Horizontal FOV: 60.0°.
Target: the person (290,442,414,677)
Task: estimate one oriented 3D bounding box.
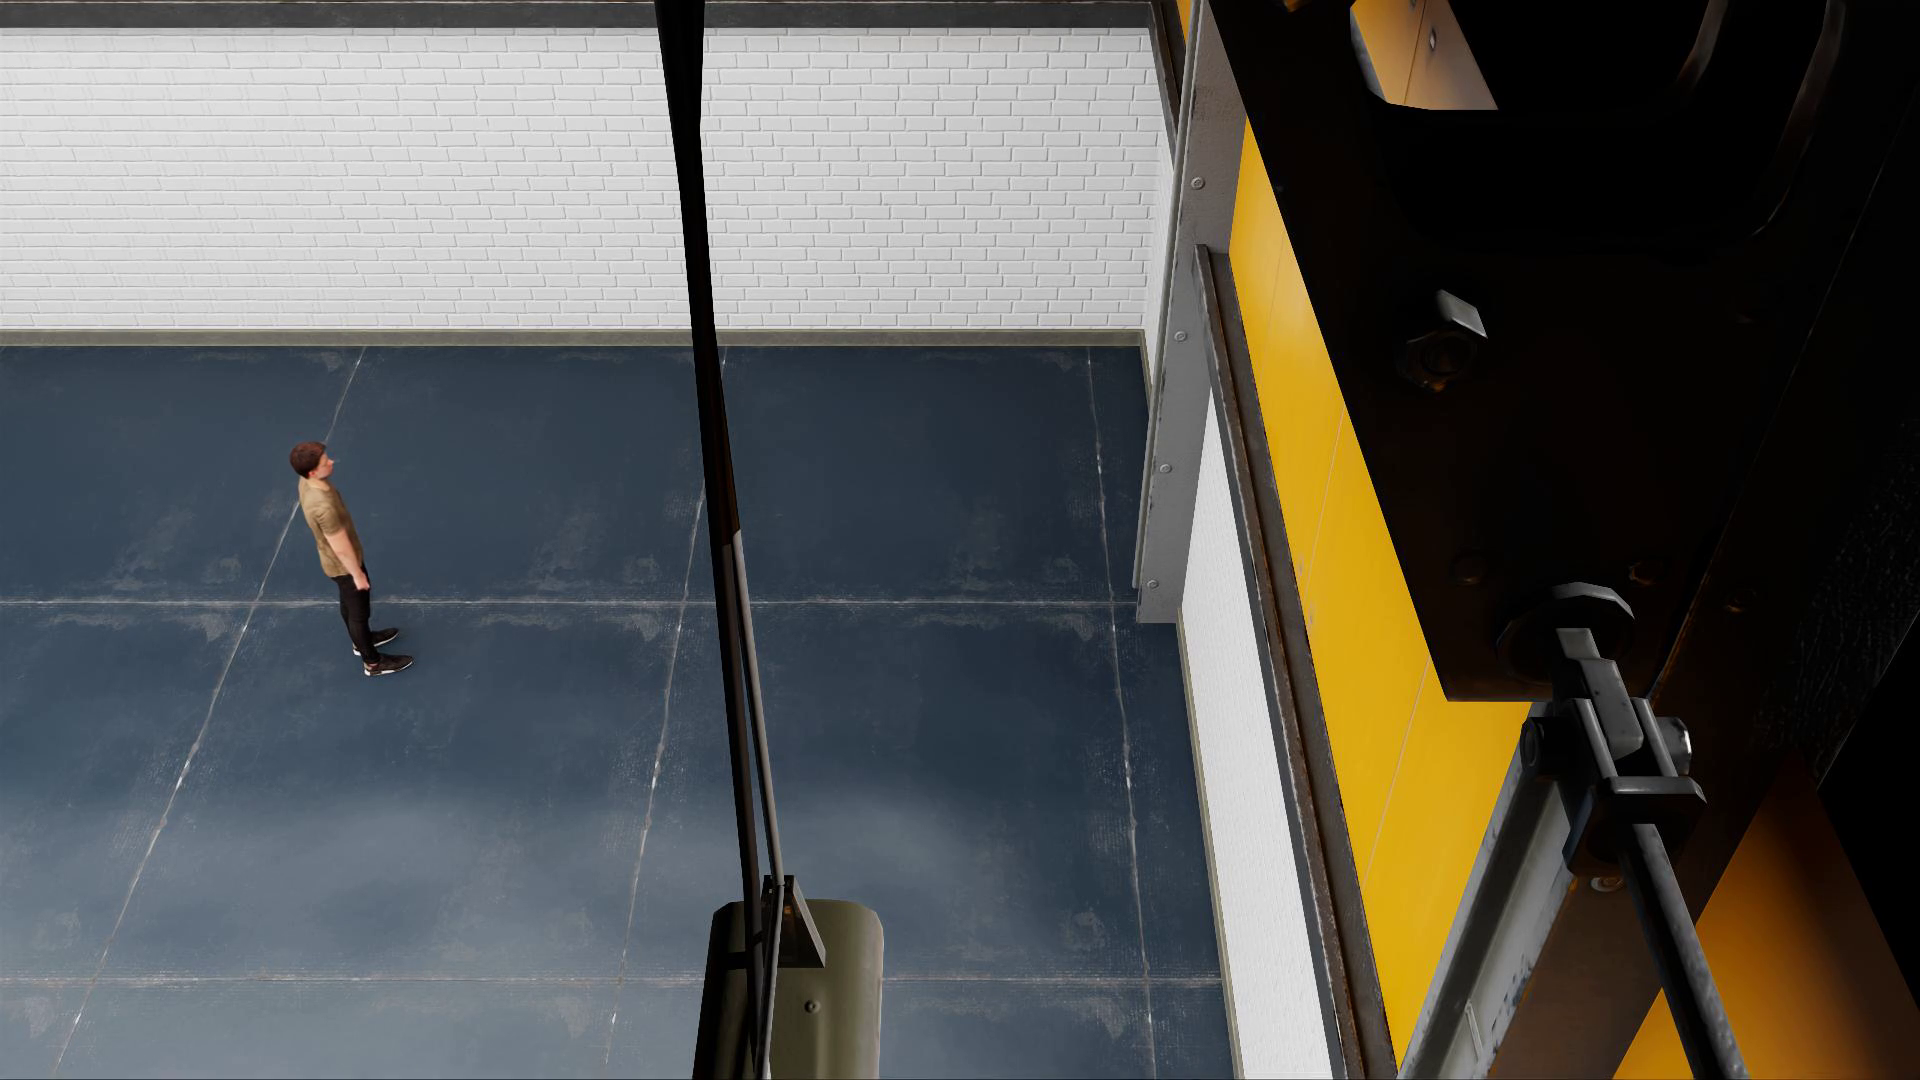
[{"bbox_3d":[-3.963,0.108,10.658,0.809,1.851,0.680,-20,47,-19],"label":"person"}]
